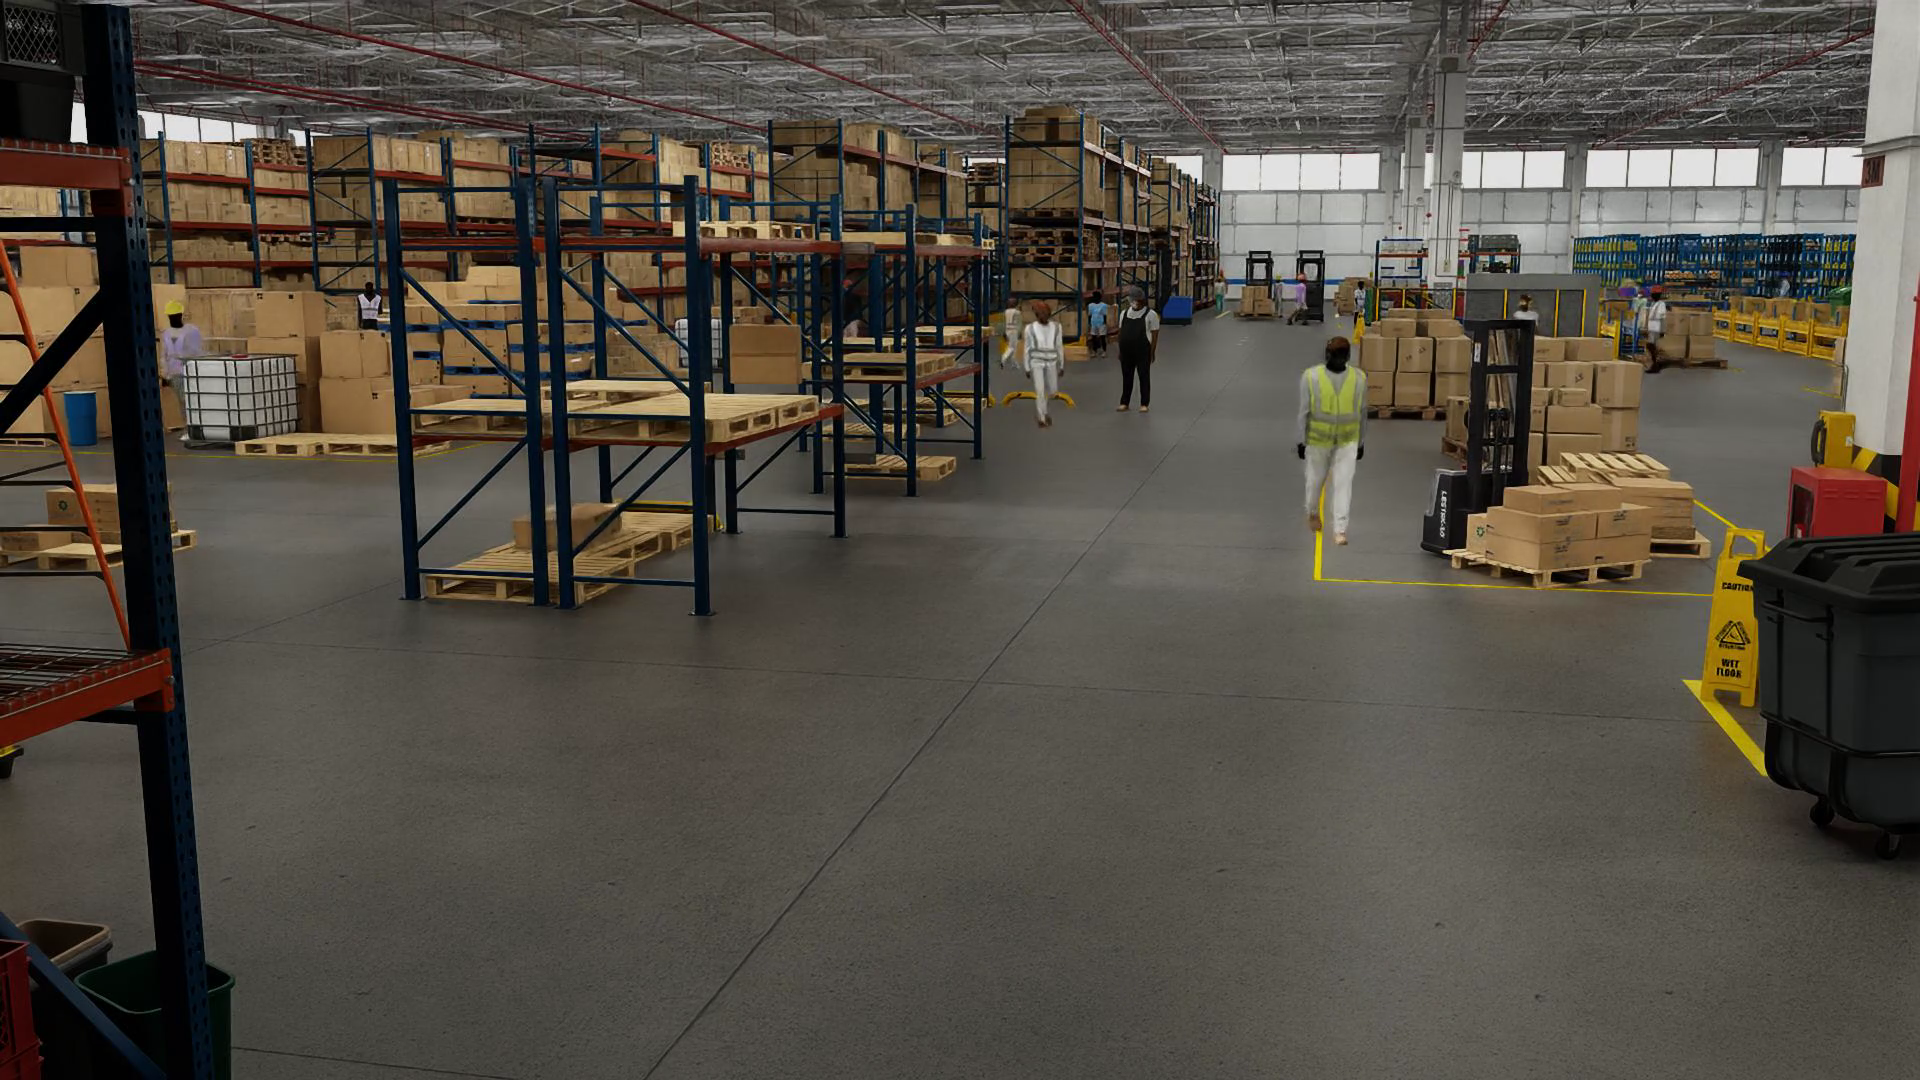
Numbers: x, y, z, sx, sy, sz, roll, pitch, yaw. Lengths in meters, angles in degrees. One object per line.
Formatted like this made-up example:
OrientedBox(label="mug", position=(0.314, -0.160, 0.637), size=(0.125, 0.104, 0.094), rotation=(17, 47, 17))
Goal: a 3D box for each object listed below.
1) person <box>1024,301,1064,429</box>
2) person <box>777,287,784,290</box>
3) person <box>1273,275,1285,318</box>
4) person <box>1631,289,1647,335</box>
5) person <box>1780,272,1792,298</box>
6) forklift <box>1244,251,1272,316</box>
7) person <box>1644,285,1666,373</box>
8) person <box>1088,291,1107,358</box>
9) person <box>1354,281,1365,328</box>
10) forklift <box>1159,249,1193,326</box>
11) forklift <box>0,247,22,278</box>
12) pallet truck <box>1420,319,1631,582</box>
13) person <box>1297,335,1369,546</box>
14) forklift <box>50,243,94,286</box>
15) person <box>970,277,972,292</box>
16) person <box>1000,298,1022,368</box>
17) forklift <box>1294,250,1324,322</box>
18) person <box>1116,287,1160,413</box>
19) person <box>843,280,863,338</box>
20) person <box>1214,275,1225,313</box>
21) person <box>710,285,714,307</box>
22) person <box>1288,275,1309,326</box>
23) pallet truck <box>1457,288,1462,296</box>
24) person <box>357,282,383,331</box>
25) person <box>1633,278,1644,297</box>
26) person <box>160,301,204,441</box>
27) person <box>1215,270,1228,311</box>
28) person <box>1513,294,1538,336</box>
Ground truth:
OrientedBox(label="person", position=(1.234, -2.544, 24.265), size=(0.606, 1.864, 0.422), rotation=(-2, 10, -12))
OrientedBox(label="person", position=(-7.175, -9.485, 66.194), size=(0.834, 1.588, 0.509), rotation=(5, 11, 27))
OrientedBox(label="person", position=(13.444, -10.275, 70.196), size=(0.404, 1.826, 0.591), rotation=(-7, 12, -35))
OrientedBox(label="person", position=(20.378, -6.752, 50.030), size=(0.849, 1.571, 0.552), rotation=(-9, 13, -42))
OrientedBox(label="person", position=(34.923, -10.351, 70.341), size=(0.565, 1.916, 0.704), rotation=(8, 12, 38))
OrientedBox(label="forklift", position=(12.656, -10.824, 70.300), size=(1.129, 2.768, 1.873), rotation=(2, 10, 12))
OrientedBox(label="person", position=(15.035, -4.566, 36.069), size=(0.407, 1.918, 0.555), rotation=(1, 10, 6))
OrientedBox(label="person", position=(3.459, -5.415, 41.824), size=(0.545, 1.685, 0.327), rotation=(6, 11, 33))
OrientedBox(label="person", position=(14.352, -8.440, 59.678), size=(0.531, 1.698, 0.320), rotation=(-8, 12, -38))
OrientedBox(label="forklift", position=(7.646, -9.320, 61.395), size=(1.873, 2.768, 1.129), rotation=(2, 10, 11))
OrientedBox(label="forklift", position=(-27.066, -6.980, 47.537), size=(1.129, 2.768, 1.873), rotation=(2, 10, 12))
OrientedBox(label="pallet truck", position=(4.543, -0.757, 13.299), size=(0.823, 1.965, 1.885), rotation=(-4, 10, -22))
OrientedBox(label="person", position=(3.273, -0.898, 14.661), size=(0.628, 1.817, 0.838), rotation=(1, 10, 4))
OrientedBox(label="forklift", position=(-19.899, -5.284, 37.494), size=(1.873, 2.768, 1.129), rotation=(2, 10, 12))
OrientedBox(label="person", position=(0.826, -13.165, 87.058), size=(0.548, 1.909, 0.861), rotation=(2, 10, 12))
OrientedBox(label="person", position=(1.142, -4.665, 37.586), size=(0.684, 1.618, 0.524), rotation=(-8, 12, -39))
OrientedBox(label="forklift", position=(13.778, -10.002, 65.433), size=(1.129, 2.768, 1.873), rotation=(2, 10, 12))
OrientedBox(label="person", position=(2.845, -3.079, 26.919), size=(0.674, 2.000, 0.537), rotation=(5, 11, 29))
OrientedBox(label="person", position=(-2.758, -5.508, 41.542), size=(0.669, 1.971, 0.457), rotation=(-3, 10, -19))
OrientedBox(label="person", position=(11.975, -11.346, 76.735), size=(0.525, 1.757, 0.559), rotation=(2, 10, 14))
OrientedBox(label="person", position=(-6.535, -5.690, 42.973), size=(0.429, 1.842, 0.629), rotation=(1, 10, 5))
OrientedBox(label="person", position=(12.643, -8.926, 61.969), size=(0.830, 1.912, 0.543), rotation=(-4, 10, -23))
OrientedBox(label="pallet truck", position=(20.506, -9.785, 68.819), size=(0.653, 1.274, 1.630), rotation=(2, 10, 12))
OrientedBox(label="person", position=(-14.741, -5.489, 41.591), size=(0.587, 1.911, 0.397), rotation=(-5, 11, -25))
OrientedBox(label="person", position=(26.782, -9.456, 65.653), size=(0.925, 1.717, 0.526), rotation=(0, 10, 0))
OrientedBox(label="person", position=(-10.584, -2.284, 22.582), size=(0.628, 1.909, 0.477), rotation=(2, 10, 13))
OrientedBox(label="person", position=(12.479, -11.904, 79.488), size=(0.637, 1.940, 1.014), rotation=(2, 10, 13))
OrientedBox(label="person", position=(10.567, -3.674, 31.062), size=(0.526, 1.841, 0.909), rotation=(9, 13, 43))
